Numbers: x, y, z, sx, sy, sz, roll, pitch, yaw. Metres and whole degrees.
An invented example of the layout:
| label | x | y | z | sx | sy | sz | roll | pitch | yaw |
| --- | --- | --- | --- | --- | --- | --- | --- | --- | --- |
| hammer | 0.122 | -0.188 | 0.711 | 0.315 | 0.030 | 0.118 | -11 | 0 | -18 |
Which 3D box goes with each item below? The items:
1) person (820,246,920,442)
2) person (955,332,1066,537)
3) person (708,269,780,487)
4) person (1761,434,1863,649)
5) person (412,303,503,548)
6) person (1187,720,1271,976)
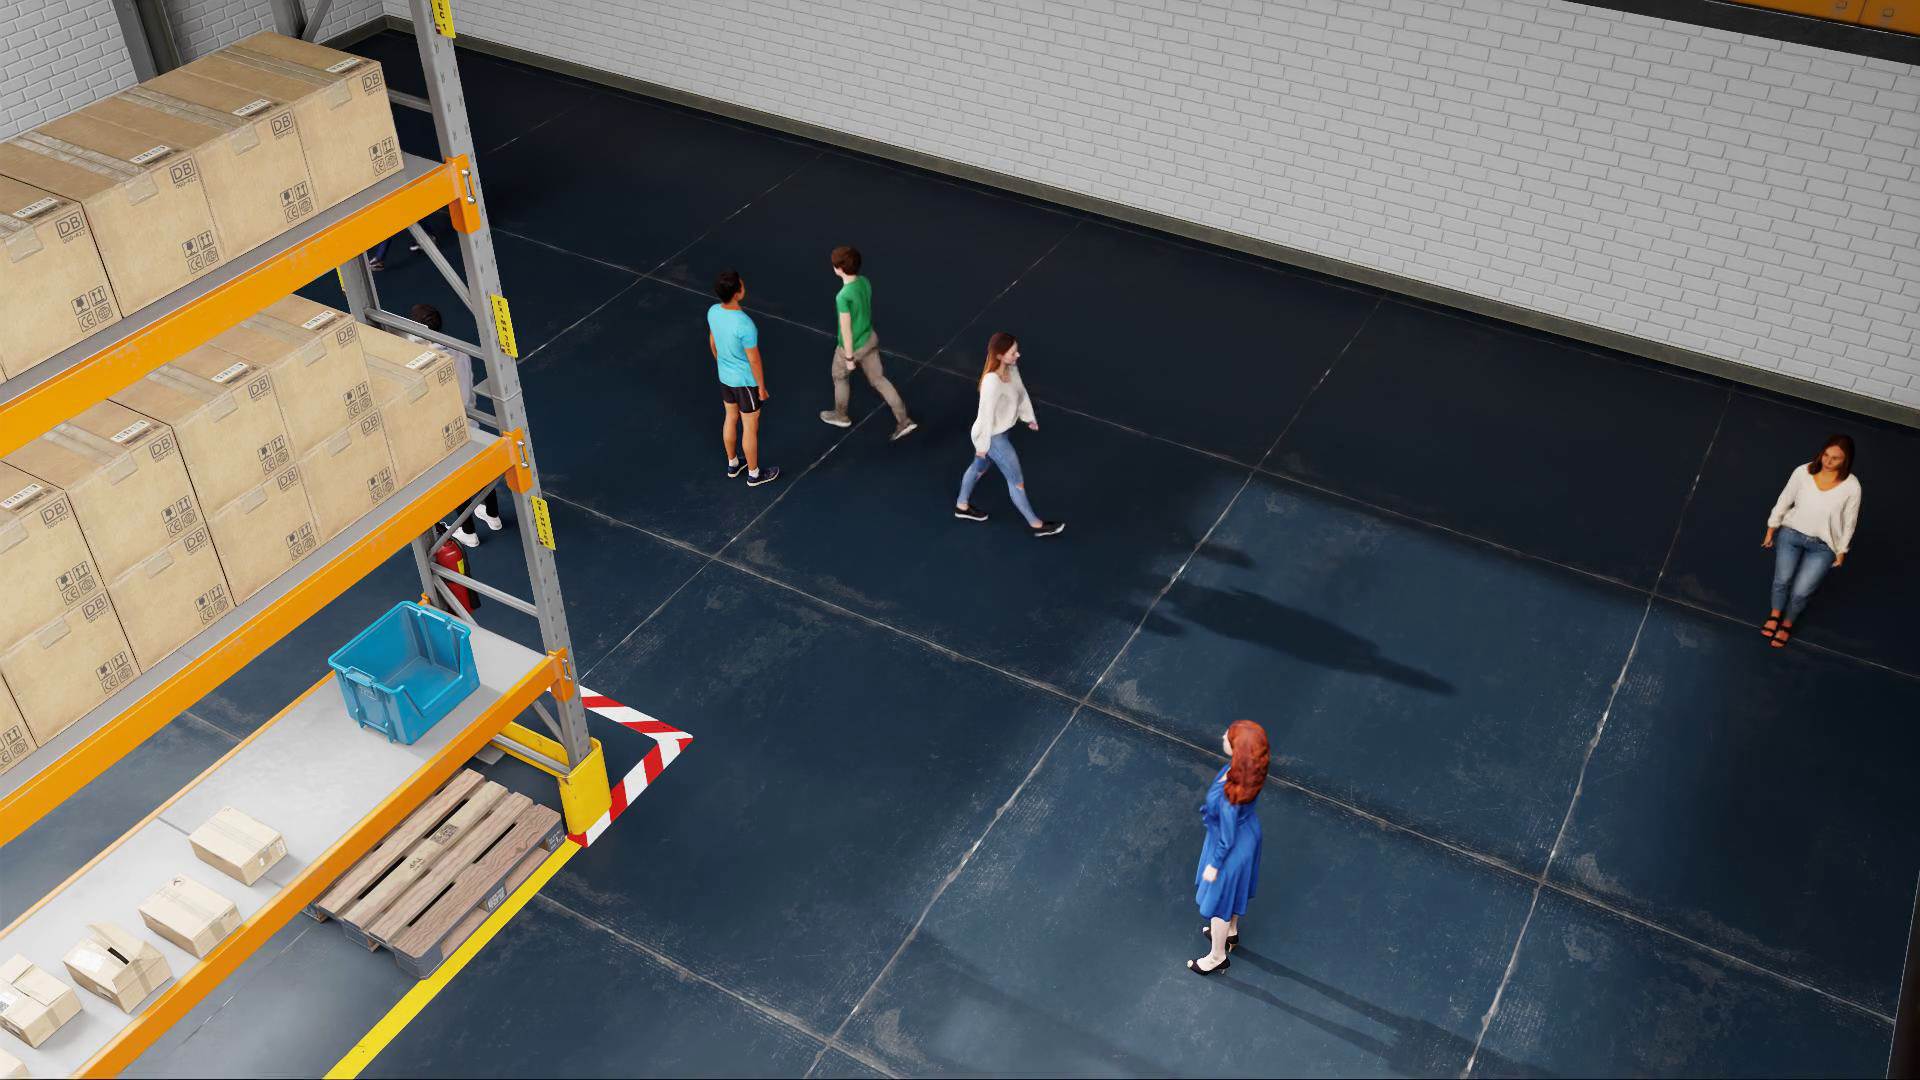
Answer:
| label | x | y | z | sx | sy | sz | roll | pitch | yaw |
| --- | --- | --- | --- | --- | --- | --- | --- | --- | --- |
| person | -0.699 | -1.467 | 12.769 | 0.653 | 1.620 | 1.045 | 22 | 44 | 25 |
| person | 0.169 | -0.758 | 11.859 | 0.881 | 1.647 | 1.088 | 9 | 39 | 11 |
| person | -1.640 | -1.195 | 12.303 | 0.653 | 1.776 | 0.568 | 28 | 46 | 30 |
| person | 5.616 | -0.034 | 10.932 | 0.682 | 1.673 | 0.722 | -32 | 48 | -34 |
| person | -3.559 | -0.809 | 11.696 | 0.741 | 1.931 | 0.547 | 22 | 44 | 25 |
| person | 1.422 | 1.627 | 8.727 | 0.662 | 1.829 | 0.493 | 19 | 42 | 22 |
